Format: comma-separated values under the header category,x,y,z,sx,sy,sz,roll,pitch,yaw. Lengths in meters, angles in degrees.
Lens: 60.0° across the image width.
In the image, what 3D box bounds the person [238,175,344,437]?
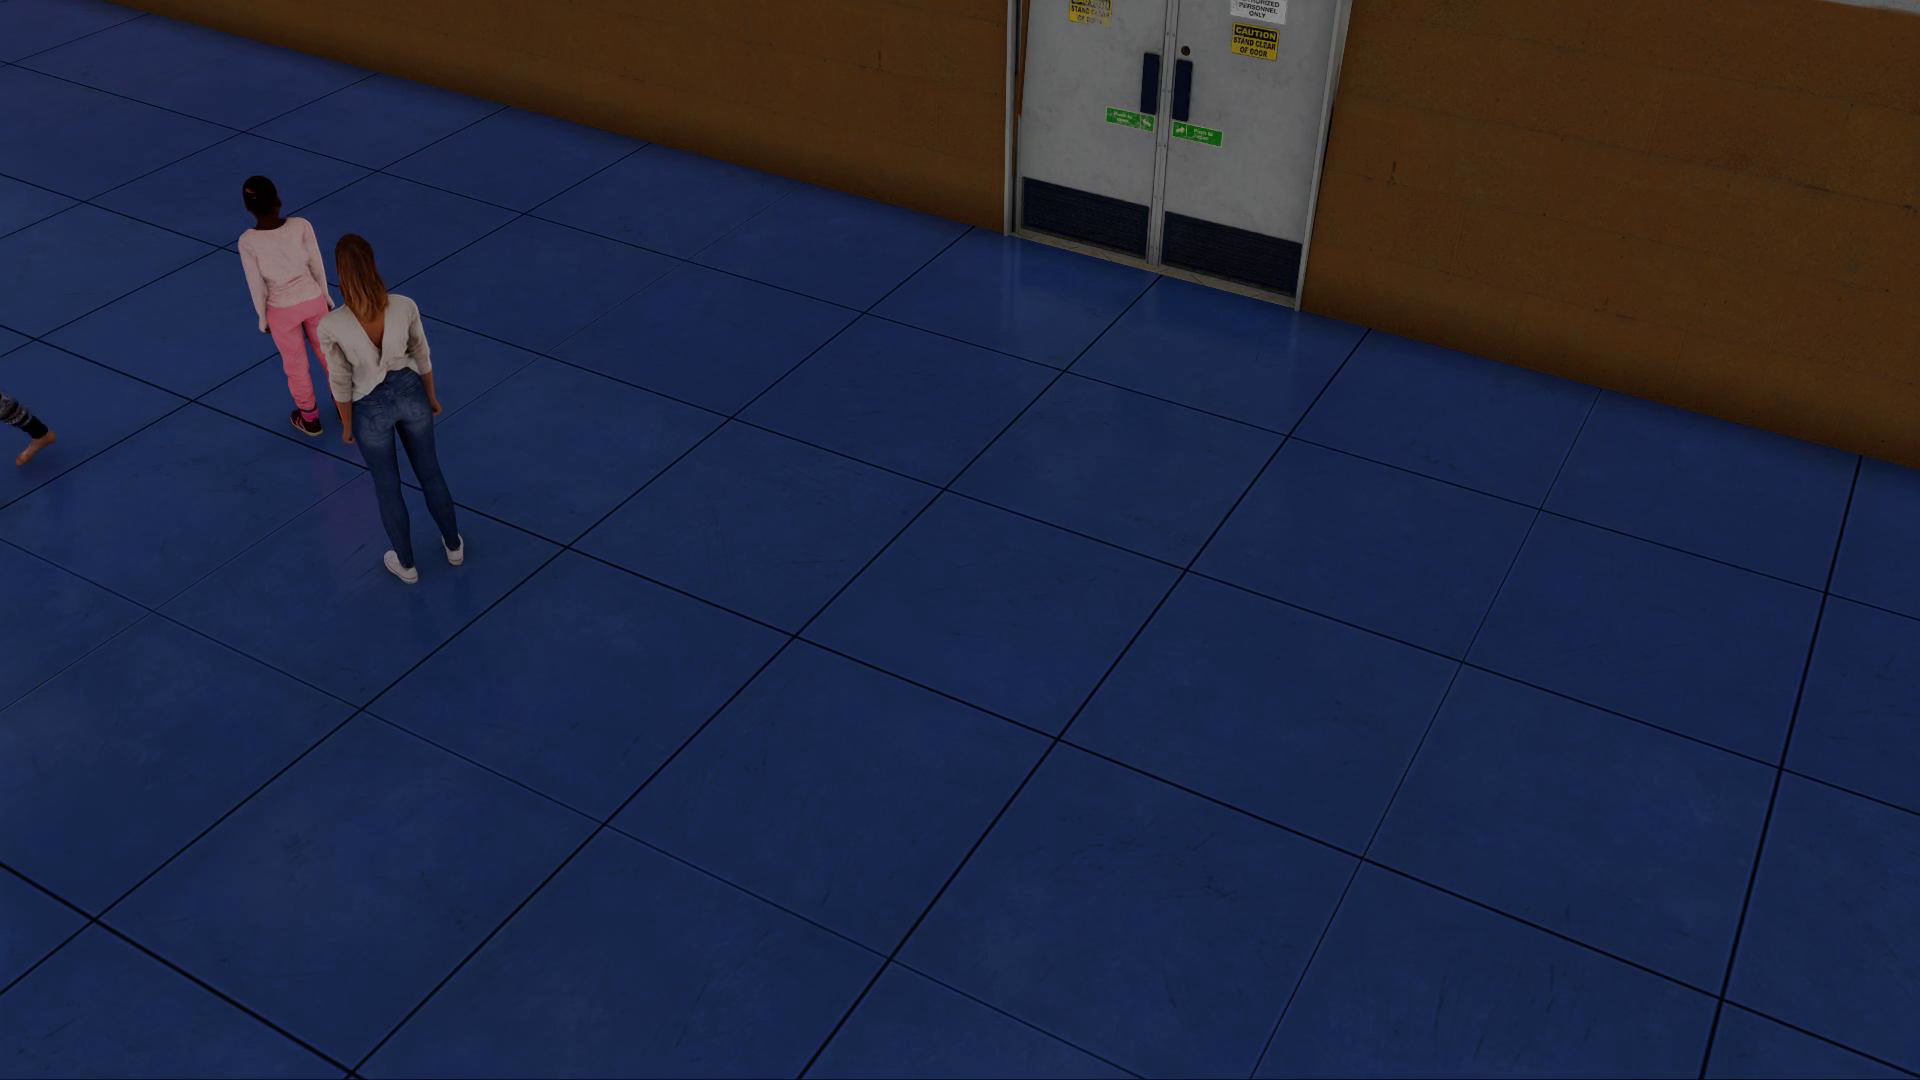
category,x,y,z,sx,sy,sz,roll,pitch,yaw
person,-3.398,-1.211,8.500,0.546,1.446,0.667,-25,43,-29

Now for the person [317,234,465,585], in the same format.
category,x,y,z,sx,sy,sz,roll,pitch,yaw
person,-2.540,-0.572,7.422,0.606,1.720,0.746,-23,43,-28
